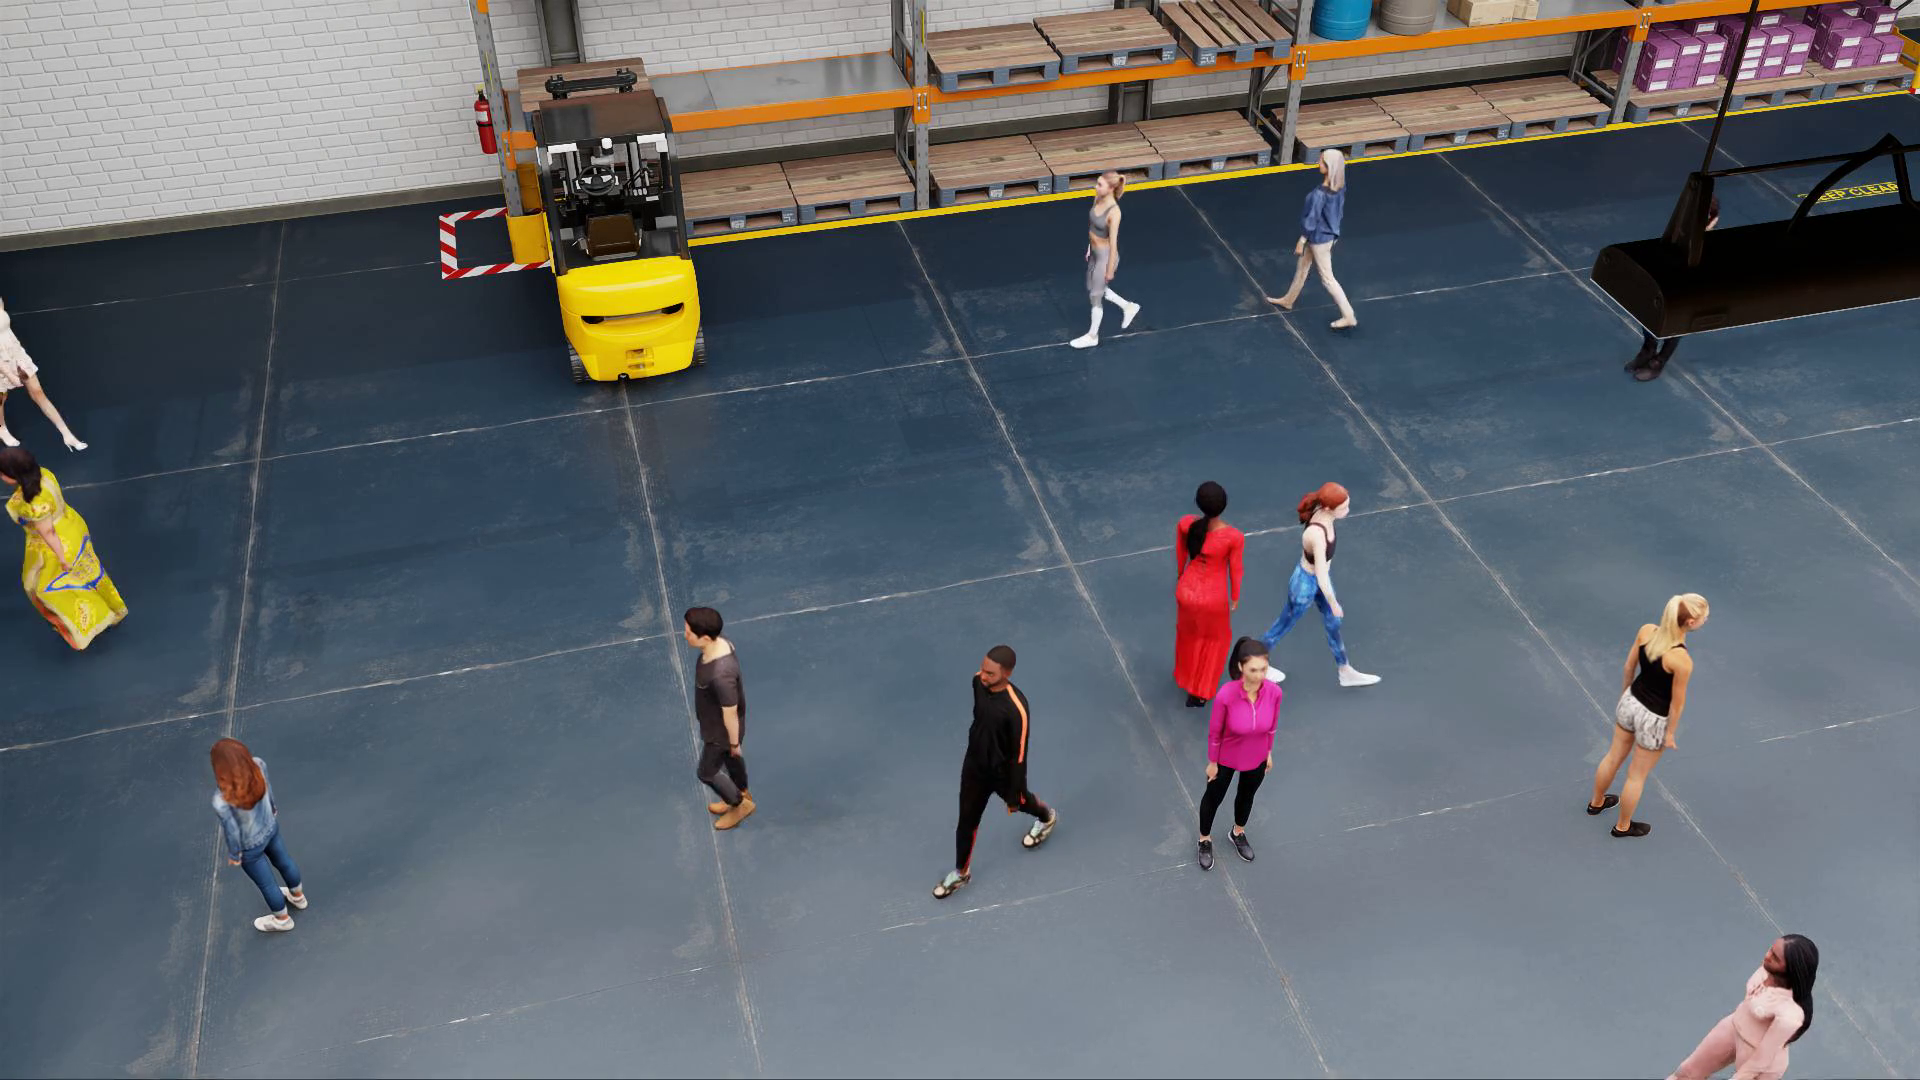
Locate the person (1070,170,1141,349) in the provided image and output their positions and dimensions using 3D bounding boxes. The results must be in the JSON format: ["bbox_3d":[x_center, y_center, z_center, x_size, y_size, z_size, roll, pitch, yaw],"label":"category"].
[{"bbox_3d":[1.311,-2.455,14.476,0.898,1.695,0.596,-12,40,-14],"label":"person"}]

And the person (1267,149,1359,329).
[{"bbox_3d":[3.272,-2.619,14.719,1.155,1.656,1.144,23,44,26],"label":"person"}]

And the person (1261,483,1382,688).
[{"bbox_3d":[2.195,0.329,10.957,1.176,1.744,1.003,12,40,14],"label":"person"}]

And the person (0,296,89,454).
[{"bbox_3d":[-7.633,-1.381,13.144,1.155,1.678,0.937,10,40,12],"label":"person"}]

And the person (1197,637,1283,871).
[{"bbox_3d":[1.646,1.260,9.831,0.509,1.697,0.638,-8,39,-10],"label":"person"}]

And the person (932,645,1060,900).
[{"bbox_3d":[0.294,1.289,9.731,1.291,1.766,1.016,-29,47,-31],"label":"person"}]

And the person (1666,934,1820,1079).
[{"bbox_3d":[3.995,2.563,8.213,1.230,1.670,0.958,6,39,7],"label":"person"}]

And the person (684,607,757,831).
[{"bbox_3d":[-1.372,1.062,10.066,0.595,1.702,0.643,-5,39,-6],"label":"person"}]

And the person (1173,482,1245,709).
[{"bbox_3d":[1.548,0.399,10.851,0.888,1.769,0.938,20,43,23],"label":"person"}]

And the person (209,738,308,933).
[{"bbox_3d":[-4.019,1.666,9.489,0.653,1.477,0.640,9,40,11],"label":"person"}]

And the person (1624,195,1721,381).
[{"bbox_3d":[6.106,-2.147,14.029,0.571,1.771,0.639,-11,40,-14],"label":"person"}]

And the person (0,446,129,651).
[{"bbox_3d":[-6.099,0.012,11.436,0.697,1.643,0.750,-10,40,-12],"label":"person"}]

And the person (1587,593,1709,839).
[{"bbox_3d":[4.119,1.036,9.983,0.550,1.846,0.620,-14,41,-17],"label":"person"}]
